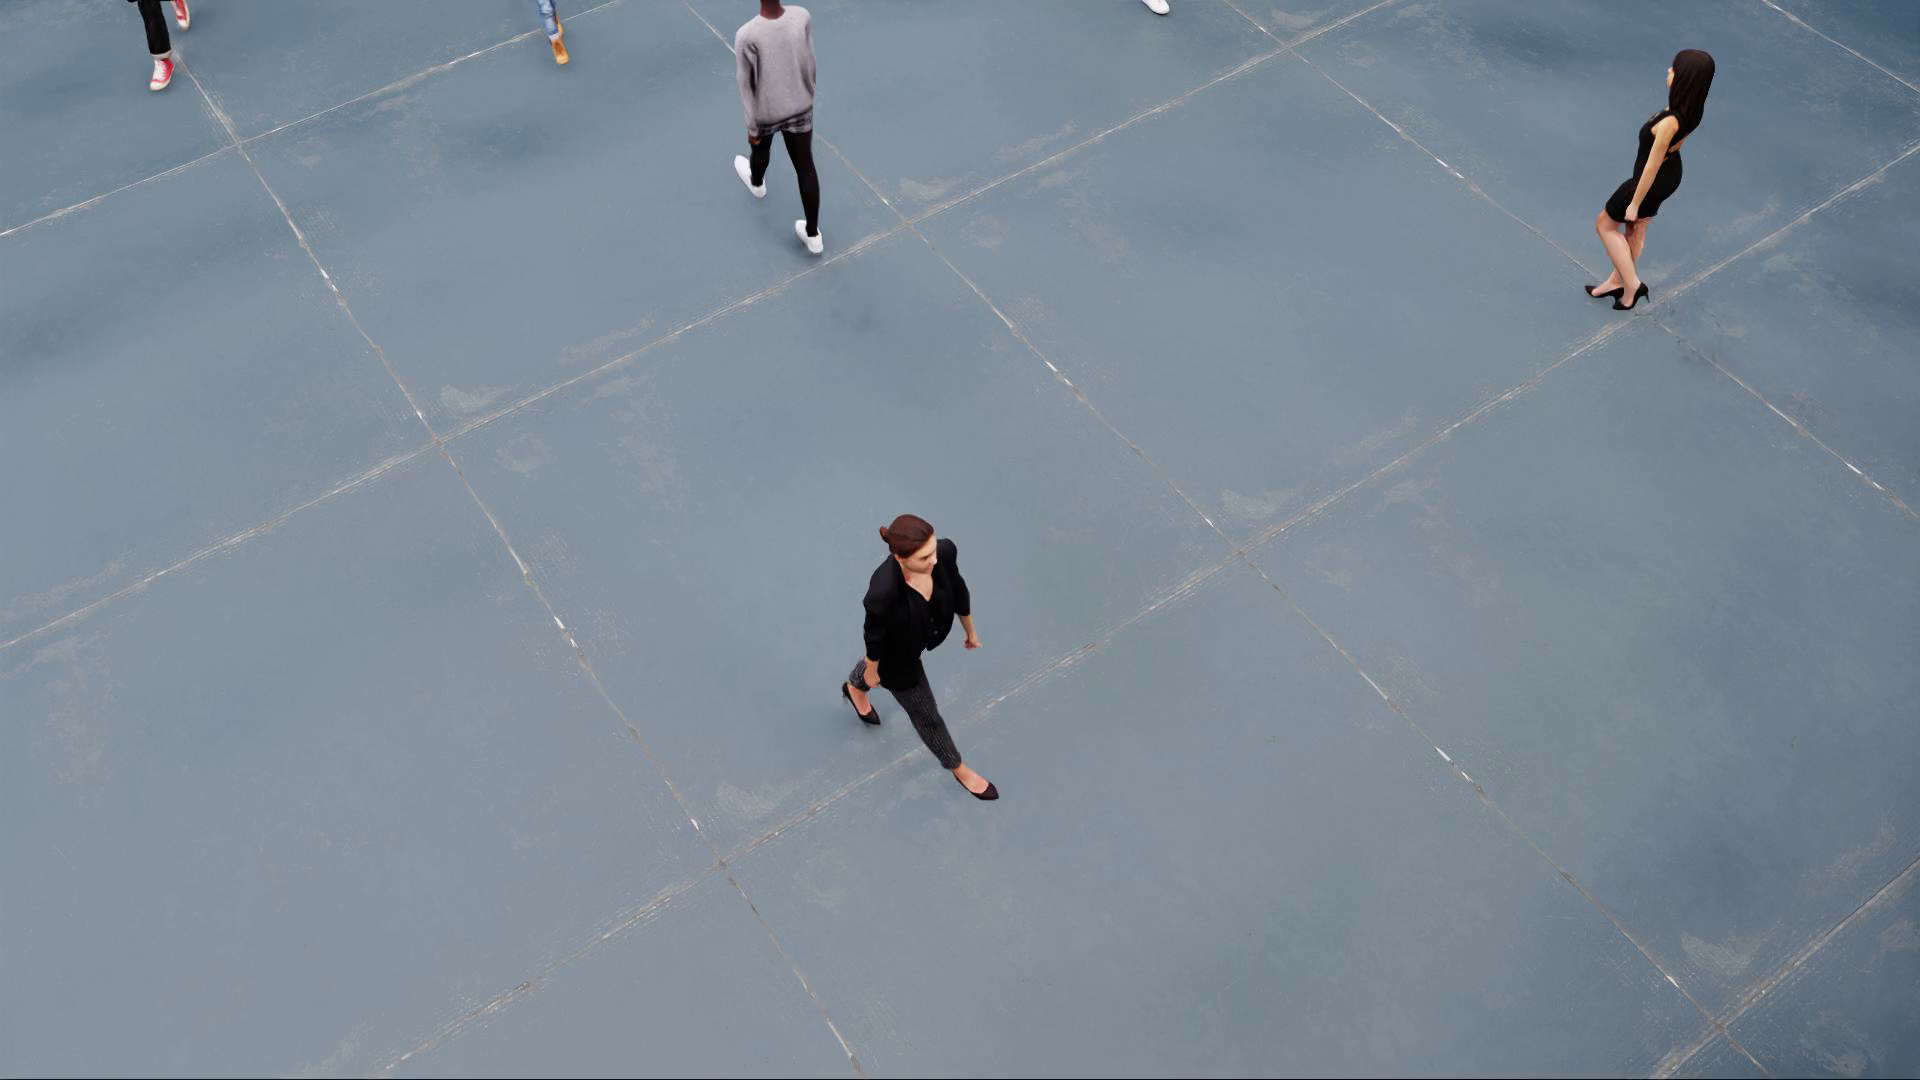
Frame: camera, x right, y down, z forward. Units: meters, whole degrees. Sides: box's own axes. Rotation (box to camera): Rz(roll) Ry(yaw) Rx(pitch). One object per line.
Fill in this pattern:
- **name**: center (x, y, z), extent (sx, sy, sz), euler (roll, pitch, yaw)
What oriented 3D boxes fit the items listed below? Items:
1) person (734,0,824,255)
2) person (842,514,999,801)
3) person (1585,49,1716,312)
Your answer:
- **person**: center (-0.933, -2.302, 9.094), extent (0.728, 1.740, 1.097), euler (-24, 56, -17)
- **person**: center (-0.298, 0.405, 7.046), extent (1.227, 1.665, 0.870), euler (32, 59, 22)
- **person**: center (3.715, -1.827, 8.790), extent (0.691, 1.640, 0.614), euler (37, 61, 25)
